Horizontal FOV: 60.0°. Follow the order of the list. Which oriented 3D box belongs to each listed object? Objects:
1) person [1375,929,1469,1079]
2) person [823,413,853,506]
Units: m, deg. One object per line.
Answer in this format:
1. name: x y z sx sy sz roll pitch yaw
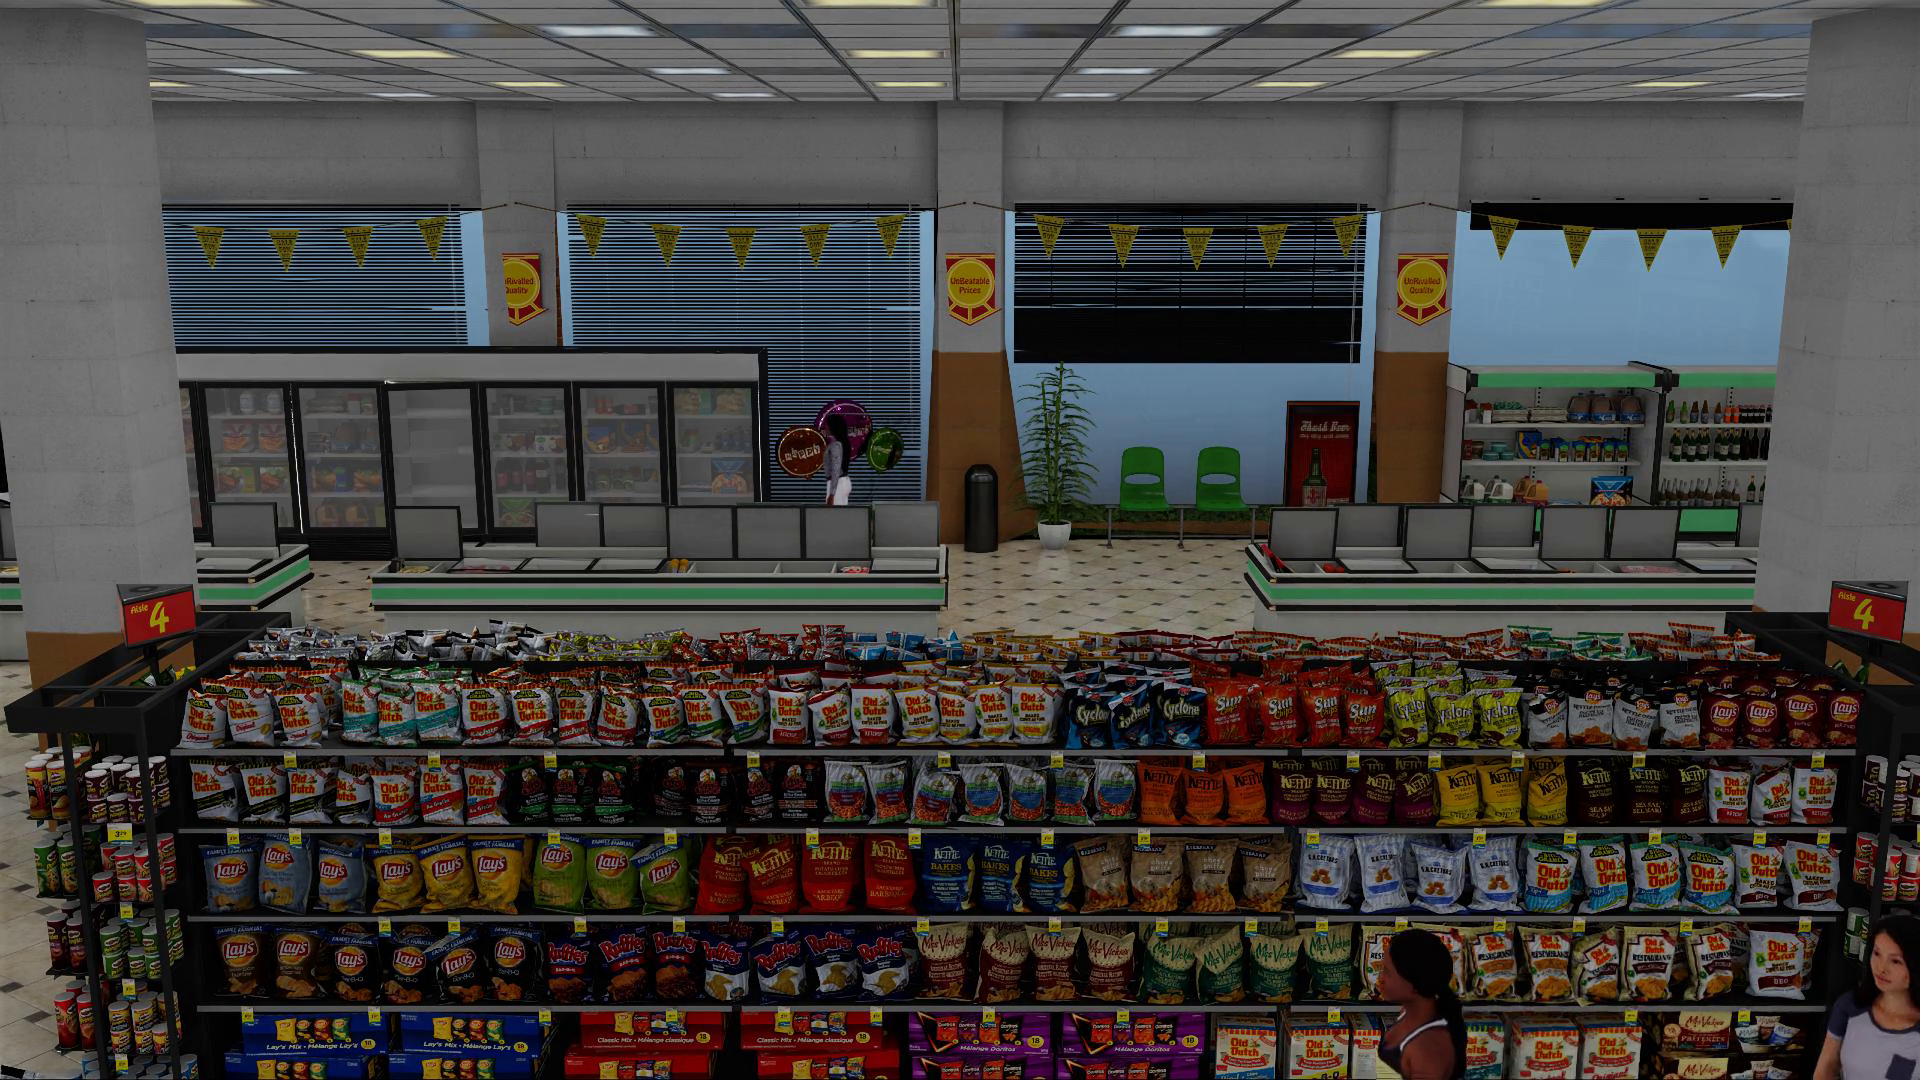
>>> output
1. person: 1.577 2.090 5.426 0.682 1.743 0.634 2 12 10
2. person: -1.298 -0.508 17.815 0.578 1.723 0.631 2 12 11
